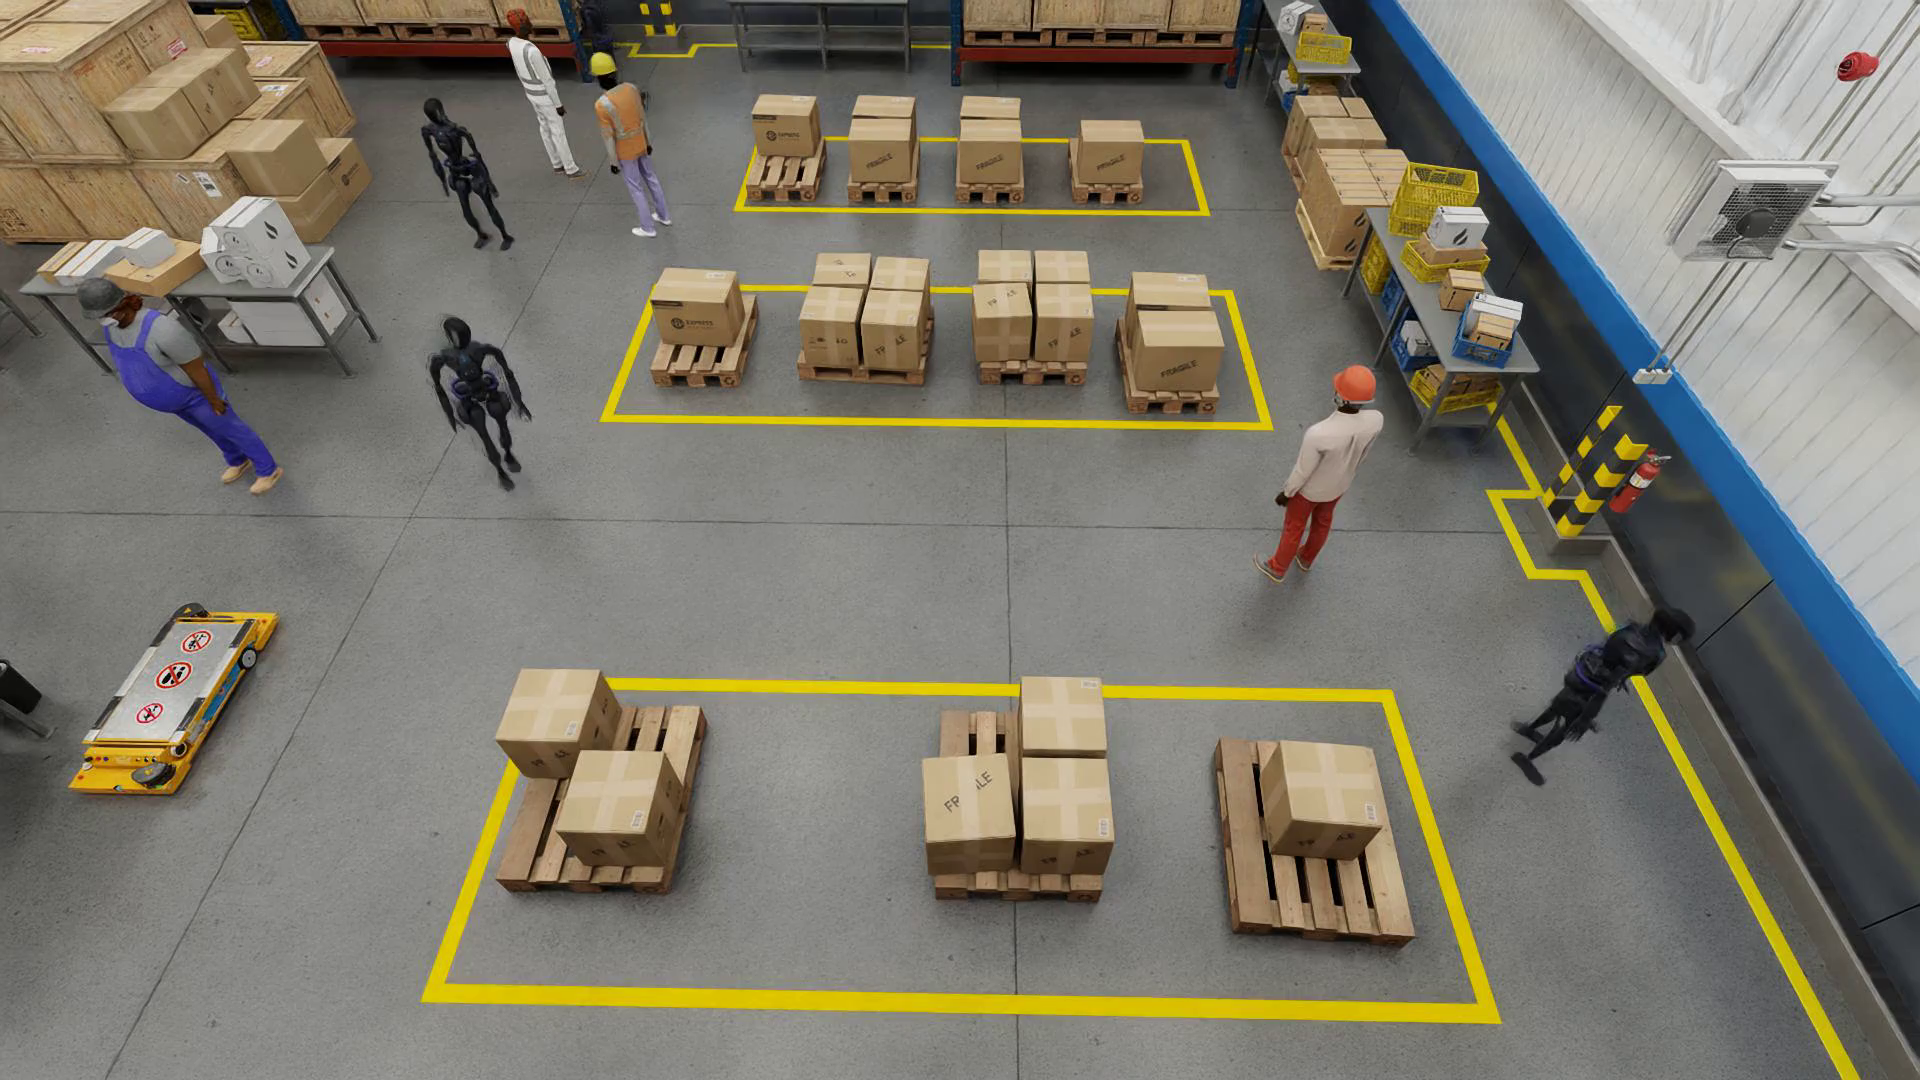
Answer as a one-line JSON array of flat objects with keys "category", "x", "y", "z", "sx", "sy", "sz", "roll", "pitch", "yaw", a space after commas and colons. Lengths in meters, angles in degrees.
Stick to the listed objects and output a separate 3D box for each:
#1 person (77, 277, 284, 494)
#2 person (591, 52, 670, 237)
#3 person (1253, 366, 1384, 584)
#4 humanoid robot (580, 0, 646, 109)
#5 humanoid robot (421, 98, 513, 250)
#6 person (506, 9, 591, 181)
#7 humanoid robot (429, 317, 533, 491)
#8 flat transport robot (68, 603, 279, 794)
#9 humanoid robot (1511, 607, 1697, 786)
[{"category": "person", "x": -6.149, "y": -1.186, "z": 7.211, "sx": 0.678, "sy": 2.000, "sz": 0.535, "roll": 15, "pitch": 51, "yaw": 13}, {"category": "person", "x": -3.563, "y": -4.220, "z": 9.856, "sx": 0.382, "sy": 1.924, "sz": 0.589, "roll": 22, "pitch": 53, "yaw": 17}, {"category": "person", "x": 2.580, "y": -0.428, "z": 6.599, "sx": 0.609, "sy": 1.995, "sz": 0.381, "roll": -16, "pitch": 52, "yaw": -13}, {"category": "humanoid robot", "x": -4.507, "y": -6.336, "z": 11.814, "sx": 0.518, "sy": 1.631, "sz": 0.557, "roll": -12, "pitch": 51, "yaw": -10}, {"category": "humanoid robot", "x": -5.210, "y": -3.829, "z": 9.682, "sx": 0.593, "sy": 1.651, "sz": 0.348, "roll": 0, "pitch": 50, "yaw": 0}, {"category": "person", "x": -4.834, "y": -5.145, "z": 10.663, "sx": 0.573, "sy": 1.882, "sz": 0.355, "roll": 31, "pitch": 57, "yaw": 24}, {"category": "humanoid robot", "x": -3.852, "y": -1.109, "z": 7.396, "sx": 0.594, "sy": 1.628, "sz": 0.581, "roll": -30, "pitch": 56, "yaw": -23}, {"category": "flat transport robot", "x": -5.504, "y": 1.072, "z": 6.442, "sx": 0.652, "sy": 0.197, "sz": 1.431, "roll": 1, "pitch": 50, "yaw": 1}, {"category": "humanoid robot", "x": 3.916, "y": 0.937, "z": 5.675, "sx": 0.610, "sy": 1.644, "sz": 0.444, "roll": -35, "pitch": 58, "yaw": -26}]
